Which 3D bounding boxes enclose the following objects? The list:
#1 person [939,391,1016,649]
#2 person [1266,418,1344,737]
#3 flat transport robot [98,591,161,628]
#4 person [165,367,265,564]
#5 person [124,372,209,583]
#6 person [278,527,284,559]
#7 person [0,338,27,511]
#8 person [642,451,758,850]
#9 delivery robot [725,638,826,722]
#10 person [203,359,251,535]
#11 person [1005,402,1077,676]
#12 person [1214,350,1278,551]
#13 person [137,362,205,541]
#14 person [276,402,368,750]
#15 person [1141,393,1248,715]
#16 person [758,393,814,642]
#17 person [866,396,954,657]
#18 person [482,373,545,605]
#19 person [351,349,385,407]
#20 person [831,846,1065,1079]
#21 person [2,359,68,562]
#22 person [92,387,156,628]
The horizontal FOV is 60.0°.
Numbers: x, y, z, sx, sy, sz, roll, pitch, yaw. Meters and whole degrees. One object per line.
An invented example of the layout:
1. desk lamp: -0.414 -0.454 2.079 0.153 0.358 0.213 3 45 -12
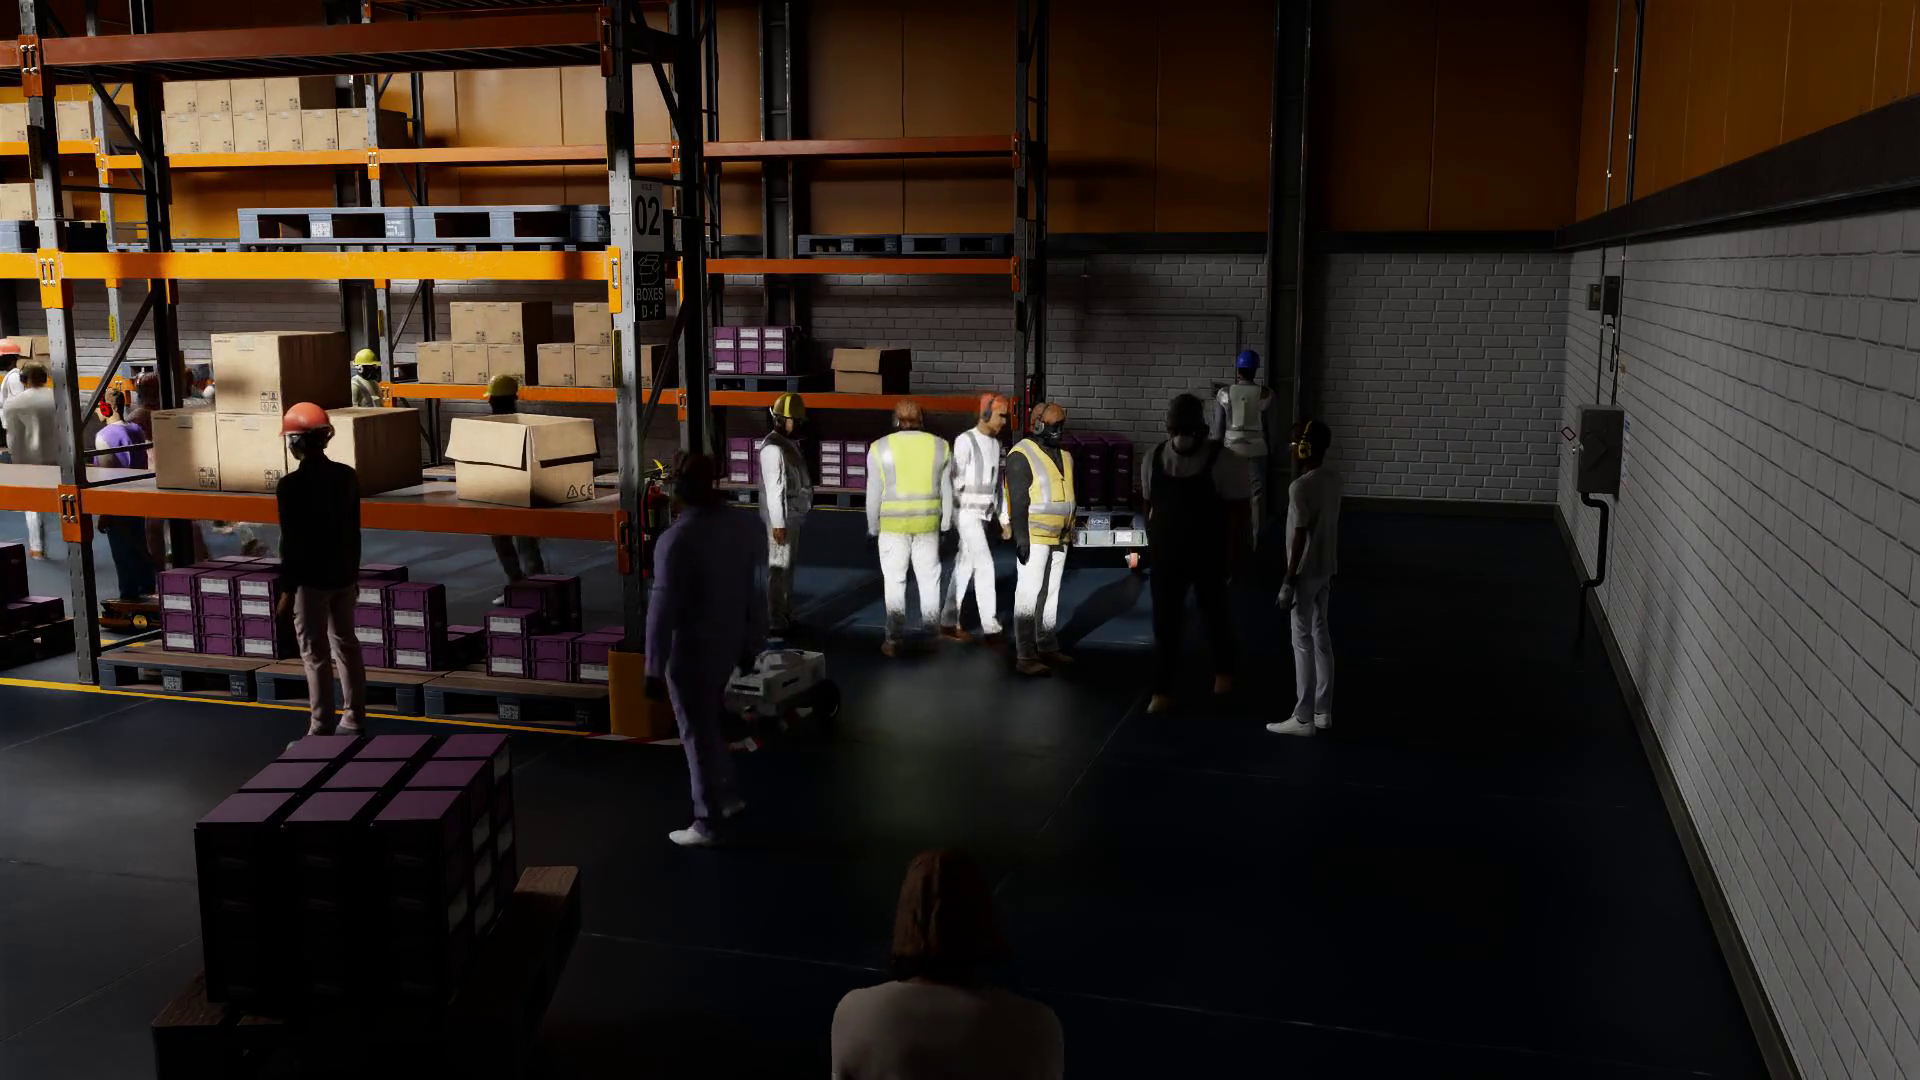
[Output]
1. person: 0.186 -0.140 12.008 0.840 1.843 0.655 5 10 26
2. person: 2.037 0.217 9.757 0.324 1.872 0.516 8 12 40
3. flat transport robot: -5.764 0.534 12.692 1.431 0.197 0.652 2 10 15
4. person: -6.942 -0.671 15.297 0.968 1.845 0.585 1 9 4
5. person: -6.755 -0.505 14.176 0.923 1.867 0.643 9 13 43
6. person: -5.503 -0.456 13.859 0.327 1.874 0.518 8 12 39
7. person: -10.697 -1.305 18.818 0.350 1.942 0.545 -6 11 -31
8. person: -1.243 0.525 7.801 0.435 1.890 0.673 4 10 25
9. delivery robot: -1.084 0.821 9.794 0.477 0.478 0.707 4 10 23
10. person: -7.575 -0.980 17.138 0.328 1.842 0.515 0 9 1
11. person: 0.576 -0.016 11.280 0.429 1.841 0.625 7 12 36
12. person: 2.763 -0.858 16.075 0.607 1.948 0.389 2 10 14
13. person: -7.654 -0.869 16.286 0.838 1.911 0.647 8 12 39
14. person: -3.607 0.220 9.360 0.390 1.992 0.622 3 10 18
15. person: 1.475 0.020 10.444 0.701 2.000 0.949 4 10 22
16. person: -1.276 -0.171 12.271 0.403 1.822 0.588 1 9 6
17. person: -0.359 -0.092 11.734 0.633 1.839 0.429 -2 10 -15
18. person: -3.579 -0.370 13.253 0.633 1.904 0.587 -2 10 -13
19. person: -6.617 -1.216 18.610 0.404 1.832 0.592 1 9 5
20. person: -0.032 1.415 3.351 0.505 1.561 0.907 2 9 11
21. person: -8.452 -0.719 15.405 0.925 1.908 0.641 8 12 41
22. person: -6.378 -0.250 12.719 0.379 1.836 0.564 0 9 1
